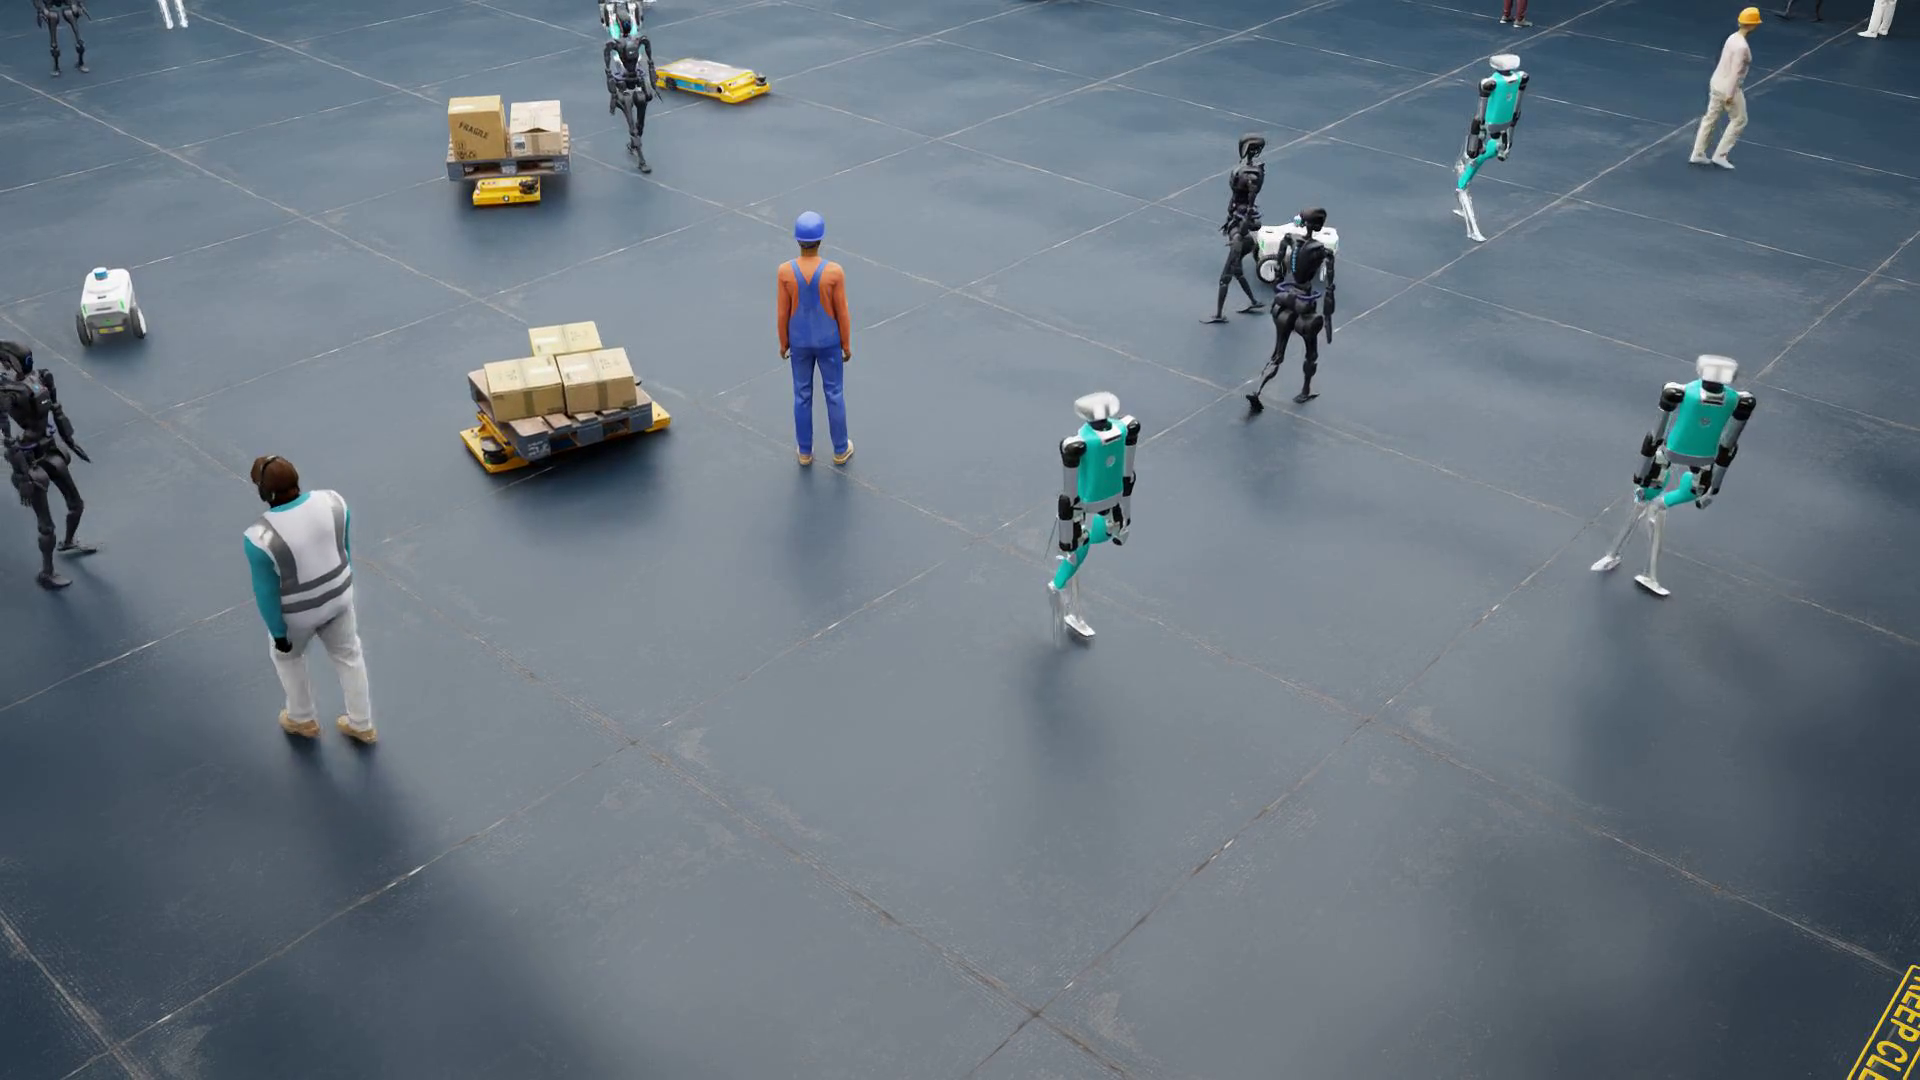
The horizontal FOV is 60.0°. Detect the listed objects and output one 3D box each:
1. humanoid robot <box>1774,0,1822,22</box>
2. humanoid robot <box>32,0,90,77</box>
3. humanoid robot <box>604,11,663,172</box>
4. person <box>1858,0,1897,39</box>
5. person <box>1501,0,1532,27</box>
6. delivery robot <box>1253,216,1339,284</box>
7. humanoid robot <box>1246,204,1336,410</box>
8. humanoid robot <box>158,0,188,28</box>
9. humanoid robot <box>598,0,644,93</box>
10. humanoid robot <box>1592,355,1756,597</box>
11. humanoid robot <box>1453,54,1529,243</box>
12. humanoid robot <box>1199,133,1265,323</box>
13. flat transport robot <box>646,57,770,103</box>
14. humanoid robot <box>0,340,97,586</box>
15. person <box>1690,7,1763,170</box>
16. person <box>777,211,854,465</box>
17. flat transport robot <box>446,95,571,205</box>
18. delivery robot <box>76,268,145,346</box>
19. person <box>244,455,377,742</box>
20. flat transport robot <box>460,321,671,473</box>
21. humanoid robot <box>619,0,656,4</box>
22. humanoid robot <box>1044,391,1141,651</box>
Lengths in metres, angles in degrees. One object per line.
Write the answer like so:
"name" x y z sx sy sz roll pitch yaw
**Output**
"humanoid robot" 11.536 -7.810 22.428 0.731 1.630 0.608 -14 35 -22
"humanoid robot" -11.010 -6.515 20.321 0.588 1.646 0.362 -23 39 -33
"humanoid robot" -3.458 -4.760 17.545 0.584 1.643 0.786 -19 37 -28
"person" 12.216 -7.434 21.823 0.522 1.639 0.307 -16 35 -24
"person" 7.605 -7.823 22.297 0.380 1.806 0.548 -15 35 -23
"delivery robot" 3.034 -2.649 15.163 0.781 0.609 0.508 2 32 4
"humanoid robot" 2.553 -1.757 12.684 0.704 1.647 0.611 -24 39 -34
"humanoid robot" -10.672 -7.700 22.186 0.530 1.810 0.719 -14 34 -21
"humanoid robot" -3.973 -6.128 19.615 0.536 1.751 0.755 -7 33 -12
"humanoid robot" 4.487 -0.470 10.515 0.602 1.767 0.869 6 32 10
"humanoid robot" 4.941 -3.781 15.867 0.543 1.786 0.875 -15 35 -23
"humanoid robot" 2.370 -2.655 14.111 0.611 1.637 0.600 -2 32 -3
"flat transport robot" -3.052 -5.568 20.120 1.431 0.231 0.659 20 37 29
"humanoid robot" -5.924 -0.535 10.684 0.383 1.638 0.607 5 32 8
"person" 8.095 -4.726 17.428 0.545 1.679 0.486 1 32 2
"person" -1.041 -1.421 11.889 0.521 1.910 0.370 2 32 2
"flat transport robot" -4.662 -3.835 17.330 0.659 0.231 1.431 -6 32 -10
"delivery robot" -7.231 -2.017 14.125 0.499 0.587 0.791 -11 33 -17
"person" -3.637 0.316 9.183 0.702 1.823 0.628 24 39 33
"flat transport robot" -2.981 -0.885 12.579 1.431 0.231 0.659 -19 36 -27
"humanoid robot" -4.510 -8.242 23.035 0.954 1.750 0.531 5 32 8
"humanoid robot" 0.686 -0.092 9.997 0.543 1.892 0.730 -20 37 -29
